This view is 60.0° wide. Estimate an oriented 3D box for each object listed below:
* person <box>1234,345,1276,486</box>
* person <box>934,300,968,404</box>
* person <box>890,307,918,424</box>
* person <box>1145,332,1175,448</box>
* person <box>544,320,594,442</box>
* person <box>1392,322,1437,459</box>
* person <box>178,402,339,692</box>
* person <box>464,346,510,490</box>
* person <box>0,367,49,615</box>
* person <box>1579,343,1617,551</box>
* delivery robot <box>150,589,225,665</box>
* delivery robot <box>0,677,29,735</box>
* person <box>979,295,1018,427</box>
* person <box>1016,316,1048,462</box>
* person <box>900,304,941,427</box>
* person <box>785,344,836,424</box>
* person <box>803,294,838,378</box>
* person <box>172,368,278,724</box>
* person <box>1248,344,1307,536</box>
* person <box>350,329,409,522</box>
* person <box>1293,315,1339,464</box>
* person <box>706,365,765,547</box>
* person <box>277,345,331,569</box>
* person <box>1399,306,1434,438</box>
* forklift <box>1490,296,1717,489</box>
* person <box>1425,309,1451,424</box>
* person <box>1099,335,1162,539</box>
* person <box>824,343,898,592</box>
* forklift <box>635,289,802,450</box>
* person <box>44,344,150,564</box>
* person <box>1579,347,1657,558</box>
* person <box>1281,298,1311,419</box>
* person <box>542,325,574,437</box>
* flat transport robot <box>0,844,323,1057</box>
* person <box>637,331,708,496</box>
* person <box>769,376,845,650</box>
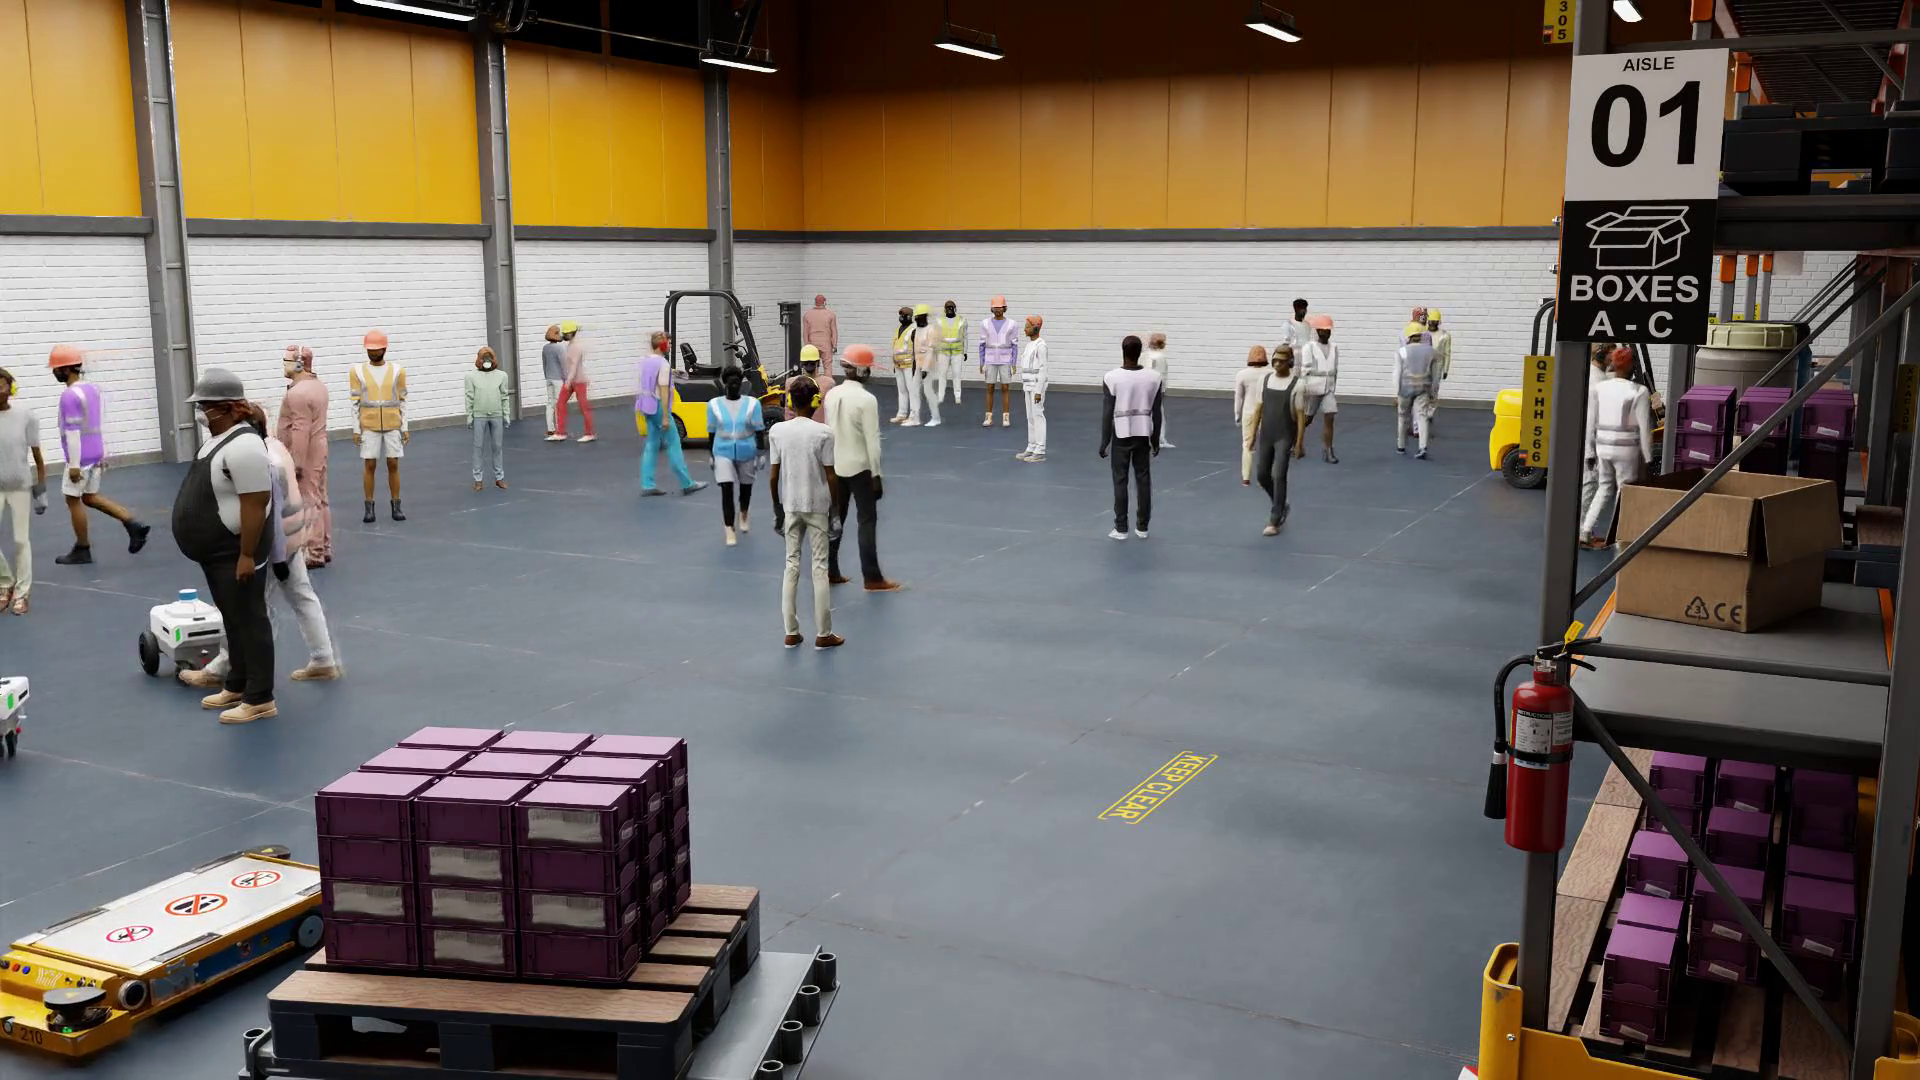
[{"bbox_3d":[3.419,-1.427,19.170,0.516,1.626,0.299,3,10,15],"label":"person"},{"bbox_3d":[-0.170,-3.350,29.703,0.633,1.841,0.429,0,10,0],"label":"person"},{"bbox_3d":[-0.855,-2.749,26.216,0.429,1.846,0.625,-8,12,-38],"label":"person"},{"bbox_3d":[2.612,-2.030,22.728,0.707,1.616,0.524,-3,10,-15],"label":"person"},{"bbox_3d":[-5.544,-2.221,23.475,0.808,1.723,0.522,-8,13,-40],"label":"person"},{"bbox_3d":[5.983,-1.972,21.889,0.597,1.788,0.927,0,10,-1],"label":"person"},{"bbox_3d":[-4.327,0.042,10.216,0.905,1.789,0.668,-2,10,-10],"label":"person"},{"bbox_3d":[-5.372,-1.385,18.927,0.497,1.633,0.288,-5,11,-27],"label":"person"},{"bbox_3d":[-7.076,-0.361,12.338,0.548,1.859,0.385,-4,10,-20],"label":"person"},{"bbox_3d":[5.770,-0.880,15.121,0.358,1.938,0.636,3,10,17],"label":"person"},{"bbox_3d":[-4.875,0.556,10.535,0.477,0.478,0.707,-7,12,-36],"label":"delivery robot"},{"bbox_3d":[-5.304,0.868,8.733,0.707,0.478,0.477,-3,10,-16],"label":"delivery robot"},{"bbox_3d":[0.591,-2.757,25.687,0.608,2.044,0.371,1,10,8],"label":"person"},{"bbox_3d":[0.950,-1.951,21.483,0.356,1.883,0.574,-3,10,-17],"label":"person"},{"bbox_3d":[-0.567,-2.684,25.706,0.630,1.891,0.638,-5,11,-28],"label":"person"},{"bbox_3d":[-1.508,-1.101,16.899,0.526,1.768,0.331,-1,10,-6],"label":"person"},{"bbox_3d":[-2.629,-3.687,31.467,0.652,1.906,0.403,1,10,7],"label":"person"},{"bbox_3d":[-4.238,0.025,9.587,0.539,2.000,0.688,-7,12,-36],"label":"person"},{"bbox_3d":[3.065,-0.979,16.029,0.539,1.825,0.725,8,12,38],"label":"person"},{"bbox_3d":[-5.792,-1.141,16.643,0.548,1.934,0.375,-4,11,-23],"label":"person"},{"bbox_3d":[4.620,-1.970,21.546,0.550,1.909,0.943,-3,10,-18],"label":"person"},{"bbox_3d":[-2.095,-0.812,15.510,0.537,1.670,0.784,-2,10,-10],"label":"person"},{"bbox_3d":[-5.604,-0.707,14.204,0.407,1.912,0.643,-1,10,-8],"label":"person"},{"bbox_3d":[6.692,-2.449,24.298,0.410,1.909,0.642,-4,11,-22],"label":"person"},{"bbox_3d":[7.296,-1.677,18.993,2.313,2.155,1.214,5,11,27],"label":"forklift"},{"bbox_3d":[7.472,-2.763,26.382,0.604,1.814,0.639,5,11,29],"label":"person"},{"bbox_3d":[1.604,-0.950,15.661,0.612,1.932,0.472,-3,10,-15],"label":"person"},{"bbox_3d":[-0.838,-0.580,13.258,0.395,1.991,0.619,-10,14,-44],"label":"person"},{"bbox_3d":[-3.358,-2.392,23.136,2.313,2.155,1.214,-1,10,-5],"label":"forklift"},{"bbox_3d":[-7.483,-0.730,14.328,0.683,1.915,0.543,-1,10,-7],"label":"person"},{"bbox_3d":[5.793,-0.756,14.580,0.504,1.875,0.601,-6,12,-31],"label":"person"},{"bbox_3d":[5.411,-2.891,26.679,0.606,1.967,0.367,-7,12,-36],"label":"person"},{"bbox_3d":[-5.907,-2.322,24.343,0.499,1.636,0.286,8,13,39],"label":"person"},{"bbox_3d":[-2.919,1.487,6.238,0.652,0.197,1.431,4,11,24],"label":"flat transport robot"},{"bbox_3d":[-3.219,-1.395,18.431,0.763,1.816,0.596,-7,12,-35],"label":"person"},{"bbox_3d":[-1.038,-0.180,11.300,0.509,1.861,0.329,3,10,17],"label":"person"}]
